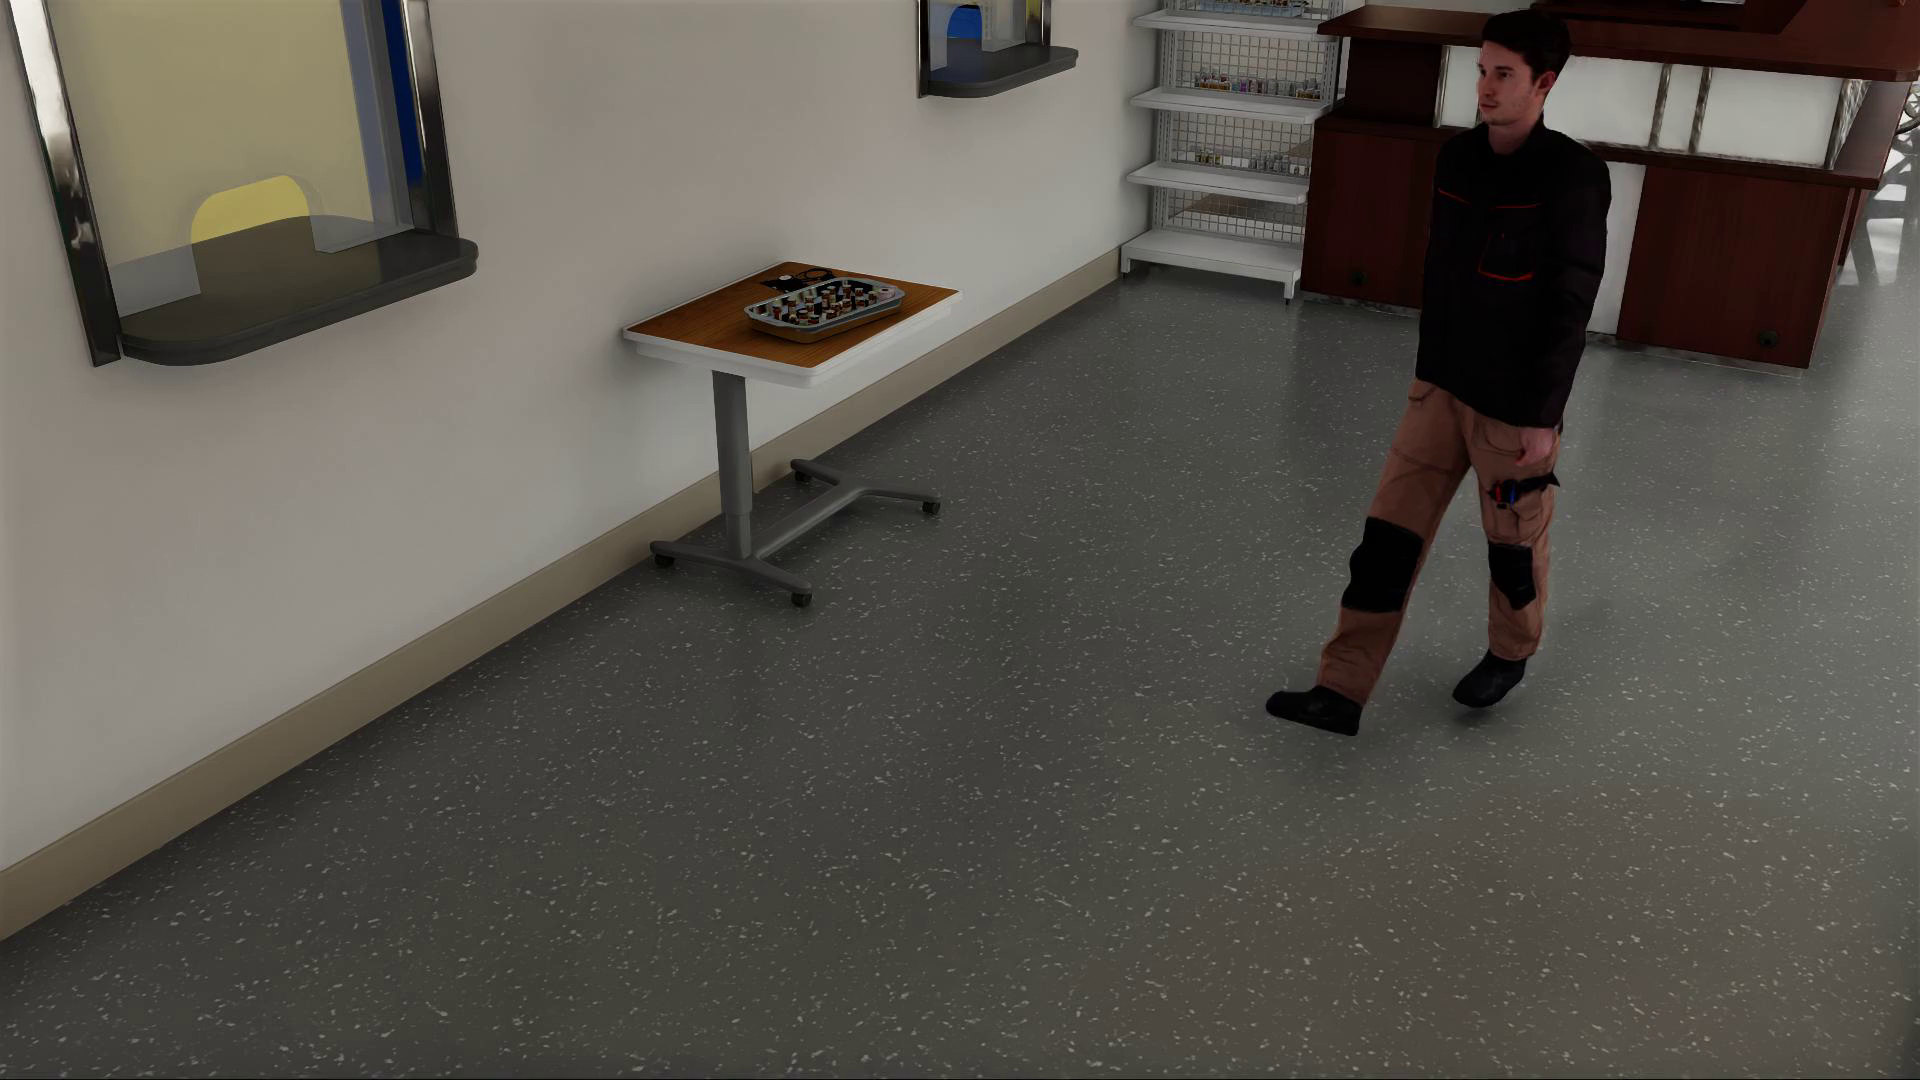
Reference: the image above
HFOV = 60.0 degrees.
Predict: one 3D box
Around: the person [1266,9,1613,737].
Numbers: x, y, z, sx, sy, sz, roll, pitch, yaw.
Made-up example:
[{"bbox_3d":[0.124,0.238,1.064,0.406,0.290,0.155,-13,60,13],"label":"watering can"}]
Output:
[{"bbox_3d":[1.426,-0.363,4.309,1.052,1.878,1.224,-20,32,-35],"label":"person"}]
